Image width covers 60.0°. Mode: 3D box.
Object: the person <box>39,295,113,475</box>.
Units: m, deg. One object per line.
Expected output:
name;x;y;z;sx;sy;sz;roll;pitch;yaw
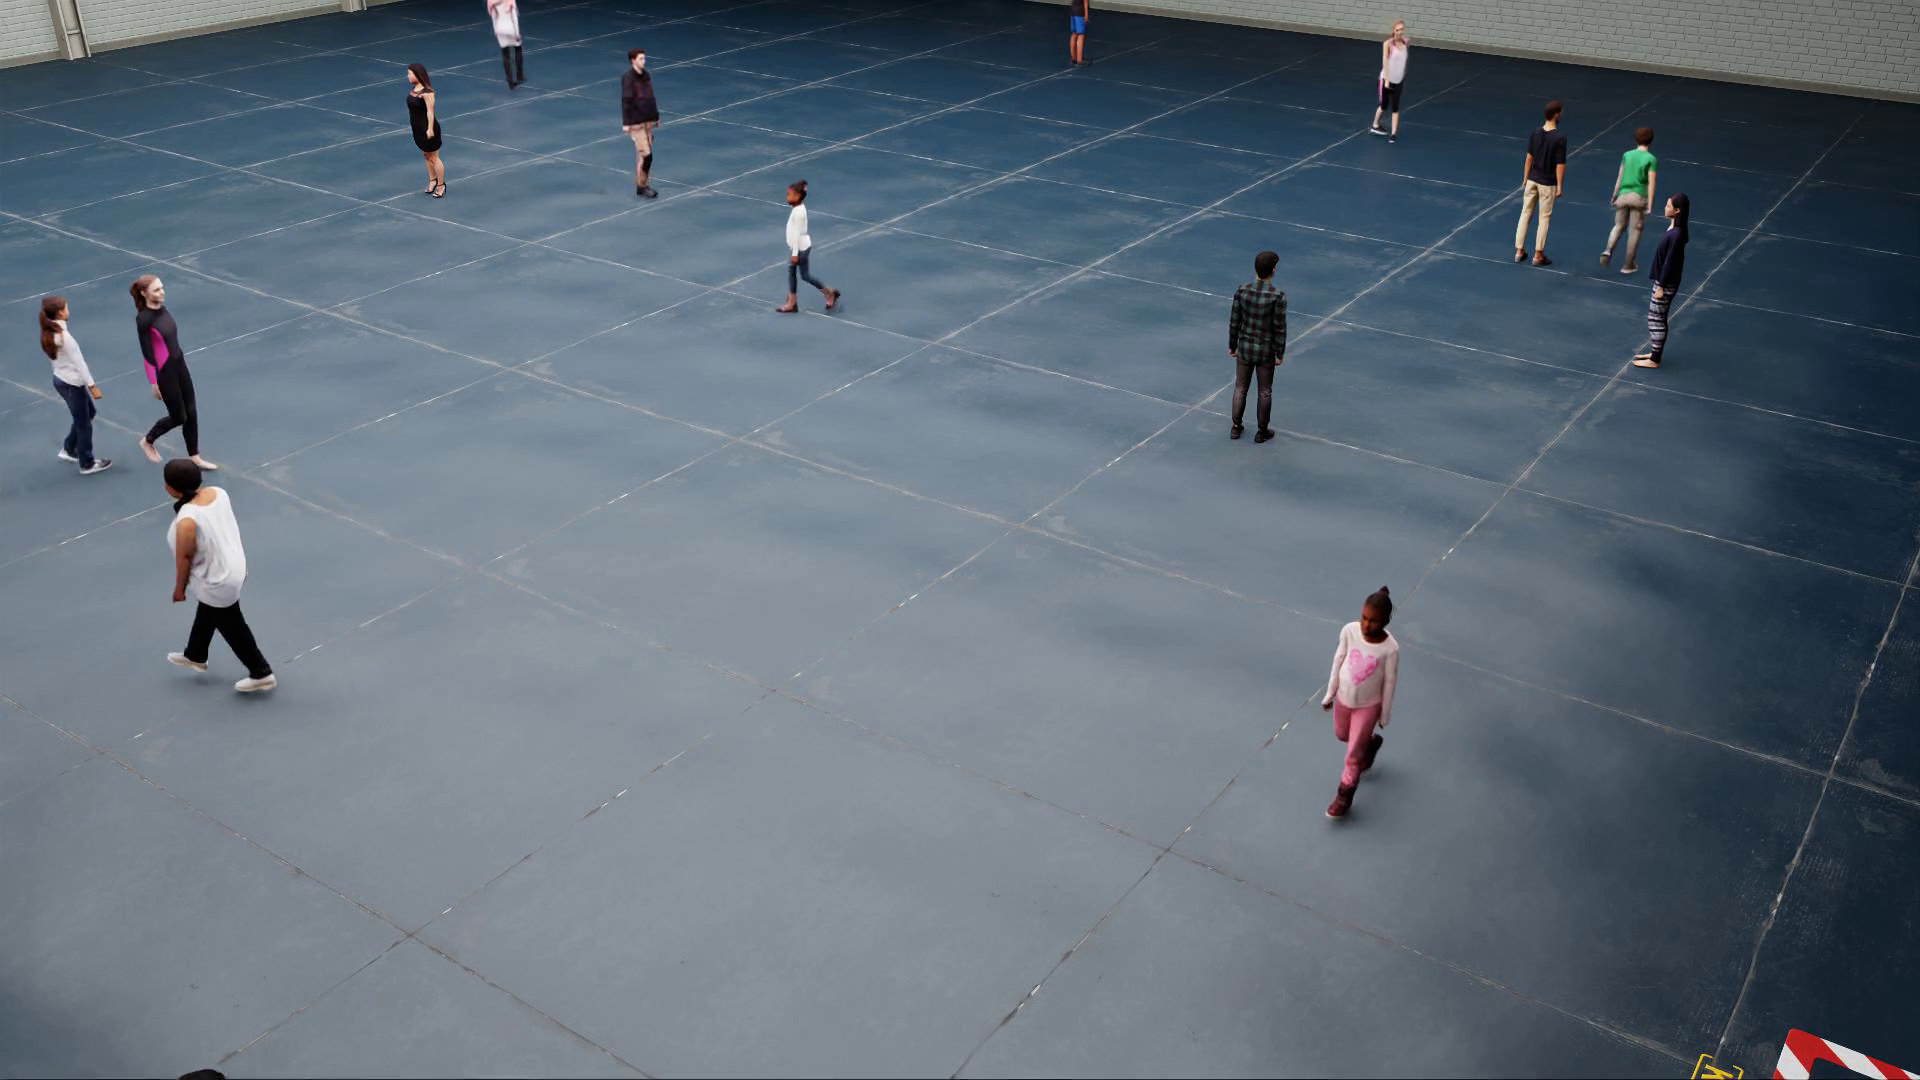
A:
person;-7.517;-1.266;13.910;0.582;1.541;0.648;24;36;38

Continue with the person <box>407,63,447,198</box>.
person;-6.917;-5.324;21.598;0.712;1.718;0.723;-18;32;-31

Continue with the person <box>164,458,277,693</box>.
person;-4.796;0.259;10.825;1.055;1.653;1.085;1;27;2

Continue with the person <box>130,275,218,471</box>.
person;-6.684;-1.380;13.916;0.843;1.738;0.849;2;27;4

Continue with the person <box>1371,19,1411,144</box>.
person;6.279;-6.703;24.253;1.021;1.739;1.094;-8;28;-15

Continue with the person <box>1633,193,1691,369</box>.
person;6.866;-2.526;16.146;0.698;1.733;0.517;11;29;21

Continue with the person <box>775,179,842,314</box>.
person;-1.618;-3.065;17.521;0.977;1.434;0.897;-6;28;-11

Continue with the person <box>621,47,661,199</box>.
person;-4.203;-5.397;21.525;0.817;1.915;0.642;13;30;24

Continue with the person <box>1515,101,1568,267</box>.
person;6.665;-4.086;19.044;0.623;1.855;0.691;-22;34;-36

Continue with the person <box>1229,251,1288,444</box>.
person;2.591;-1.705;14.580;0.705;1.714;0.568;13;30;23

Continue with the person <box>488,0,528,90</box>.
person;-7.488;-8.339;27.377;0.856;1.788;0.944;3;27;6

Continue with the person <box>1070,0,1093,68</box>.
person;2.091;-9.231;29.097;0.730;1.799;0.711;-12;30;-23

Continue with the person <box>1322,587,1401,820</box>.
person;2.388;0.907;9.817;0.661;1.425;0.963;24;36;39

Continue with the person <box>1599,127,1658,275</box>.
person;7.523;-3.812;18.755;0.850;1.631;0.722;-21;34;-35
